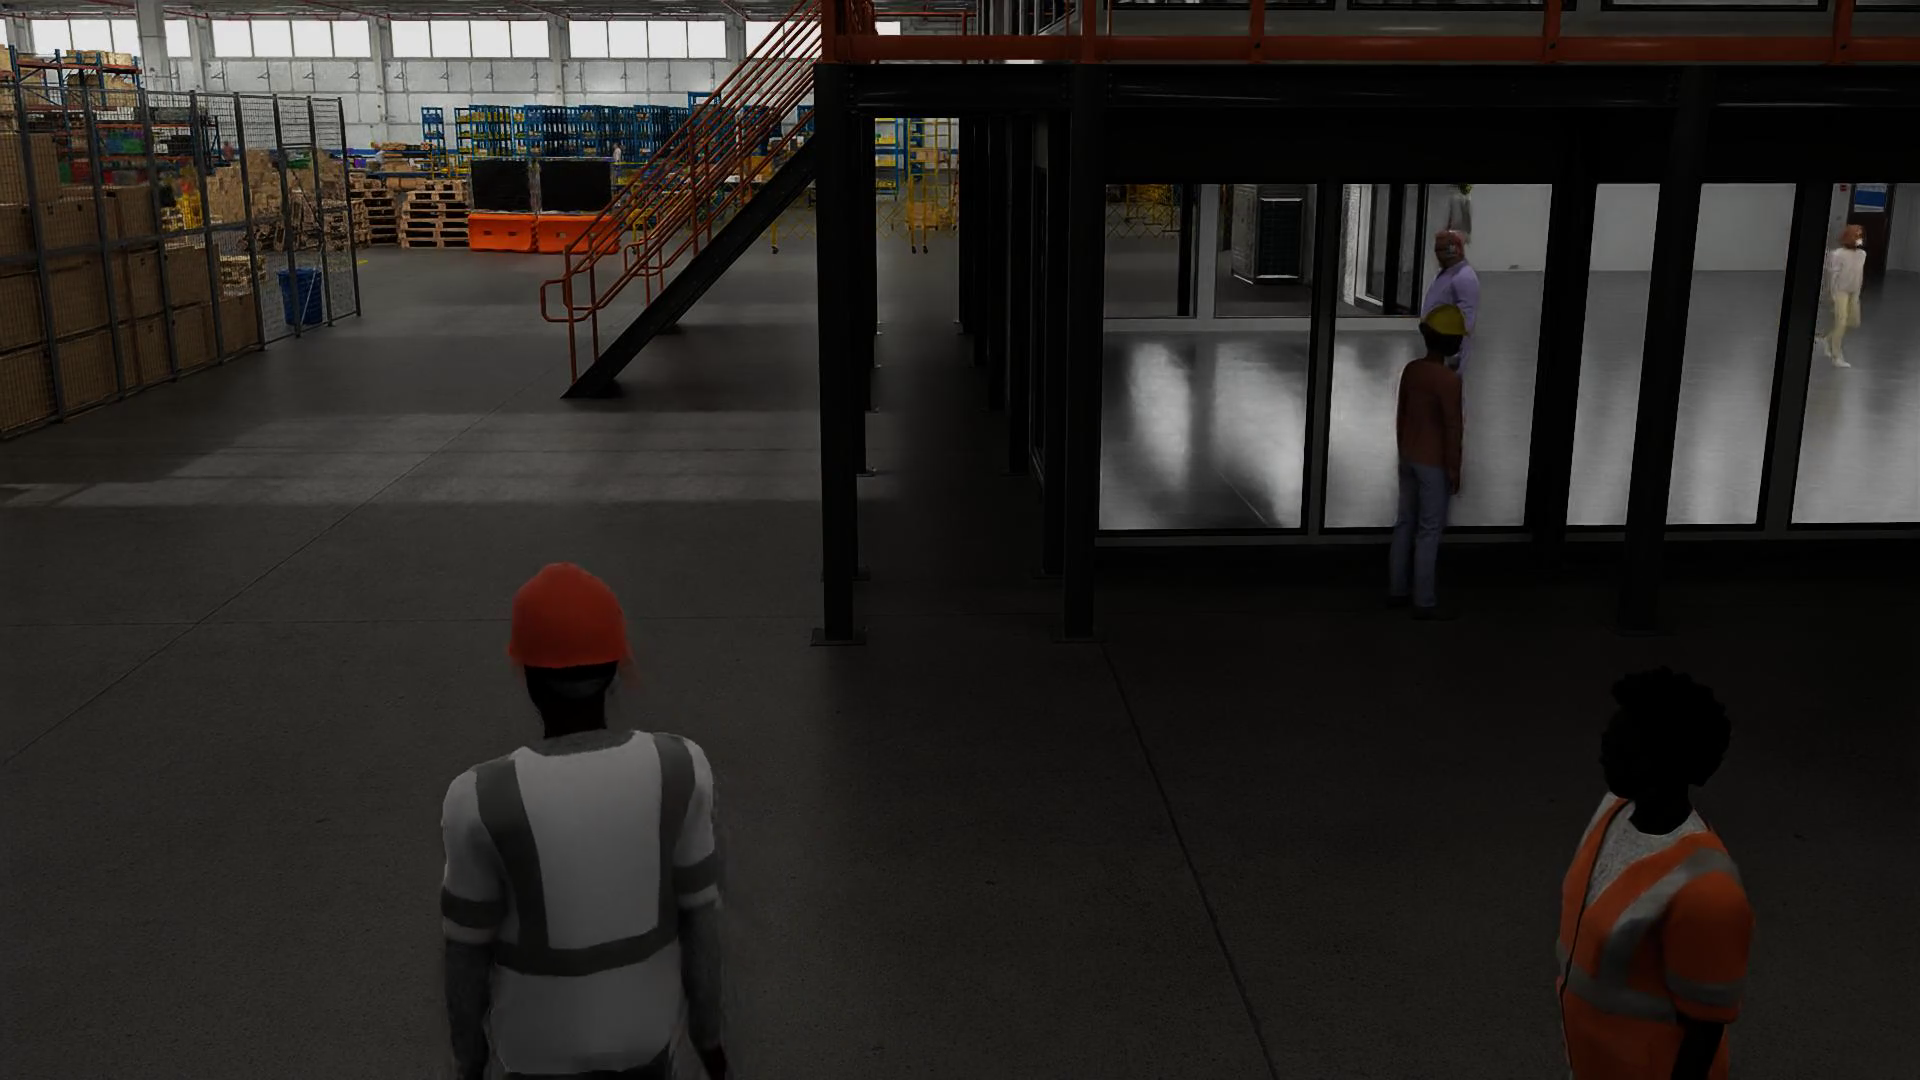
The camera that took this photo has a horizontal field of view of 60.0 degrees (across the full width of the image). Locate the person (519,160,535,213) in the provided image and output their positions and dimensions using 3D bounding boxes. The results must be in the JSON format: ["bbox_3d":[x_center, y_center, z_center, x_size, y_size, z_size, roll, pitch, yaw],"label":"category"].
[{"bbox_3d":[-11.952,-9.604,45.991,0.526,1.757,0.486,13,19,43],"label":"person"}]

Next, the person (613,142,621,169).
[{"bbox_3d":[-15.793,-17.334,76.586,0.406,1.911,0.636,0,14,-2],"label":"person"}]

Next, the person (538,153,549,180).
[{"bbox_3d":[-13.261,-11.372,52.872,0.668,1.855,0.531,3,14,13],"label":"person"}]

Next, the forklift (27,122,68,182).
[{"bbox_3d":[-35.376,-14.773,64.377,1.129,2.768,1.873,-1,14,-2],"label":"forklift"}]

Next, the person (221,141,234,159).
[{"bbox_3d":[-38.489,-20.037,87.469,0.815,1.881,0.638,12,19,40],"label":"person"}]

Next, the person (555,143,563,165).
[{"bbox_3d":[-20.100,-19.035,83.614,0.958,1.805,0.582,-5,15,-19],"label":"person"}]

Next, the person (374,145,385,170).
[{"bbox_3d":[-29.172,-18.989,83.625,0.934,1.707,0.569,-10,17,-35],"label":"person"}]

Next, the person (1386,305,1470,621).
[{"bbox_3d":[2.647,-0.433,9.327,0.330,1.765,0.533,-5,15,-18],"label":"person"}]

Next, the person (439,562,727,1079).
[{"bbox_3d":[-0.732,0.994,3.370,0.552,1.901,0.972,-8,16,-28],"label":"person"}]

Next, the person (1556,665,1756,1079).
[{"bbox_3d":[1.385,1.076,3.431,0.321,1.697,0.530,0,14,-2],"label":"person"}]

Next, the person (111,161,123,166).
[{"bbox_3d":[-37.954,-16.834,74.868,0.966,1.783,0.593,2,14,7],"label":"person"}]

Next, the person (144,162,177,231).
[{"bbox_3d":[-16.385,-6.779,34.132,1.008,2.000,0.692,2,14,7],"label":"person"}]
